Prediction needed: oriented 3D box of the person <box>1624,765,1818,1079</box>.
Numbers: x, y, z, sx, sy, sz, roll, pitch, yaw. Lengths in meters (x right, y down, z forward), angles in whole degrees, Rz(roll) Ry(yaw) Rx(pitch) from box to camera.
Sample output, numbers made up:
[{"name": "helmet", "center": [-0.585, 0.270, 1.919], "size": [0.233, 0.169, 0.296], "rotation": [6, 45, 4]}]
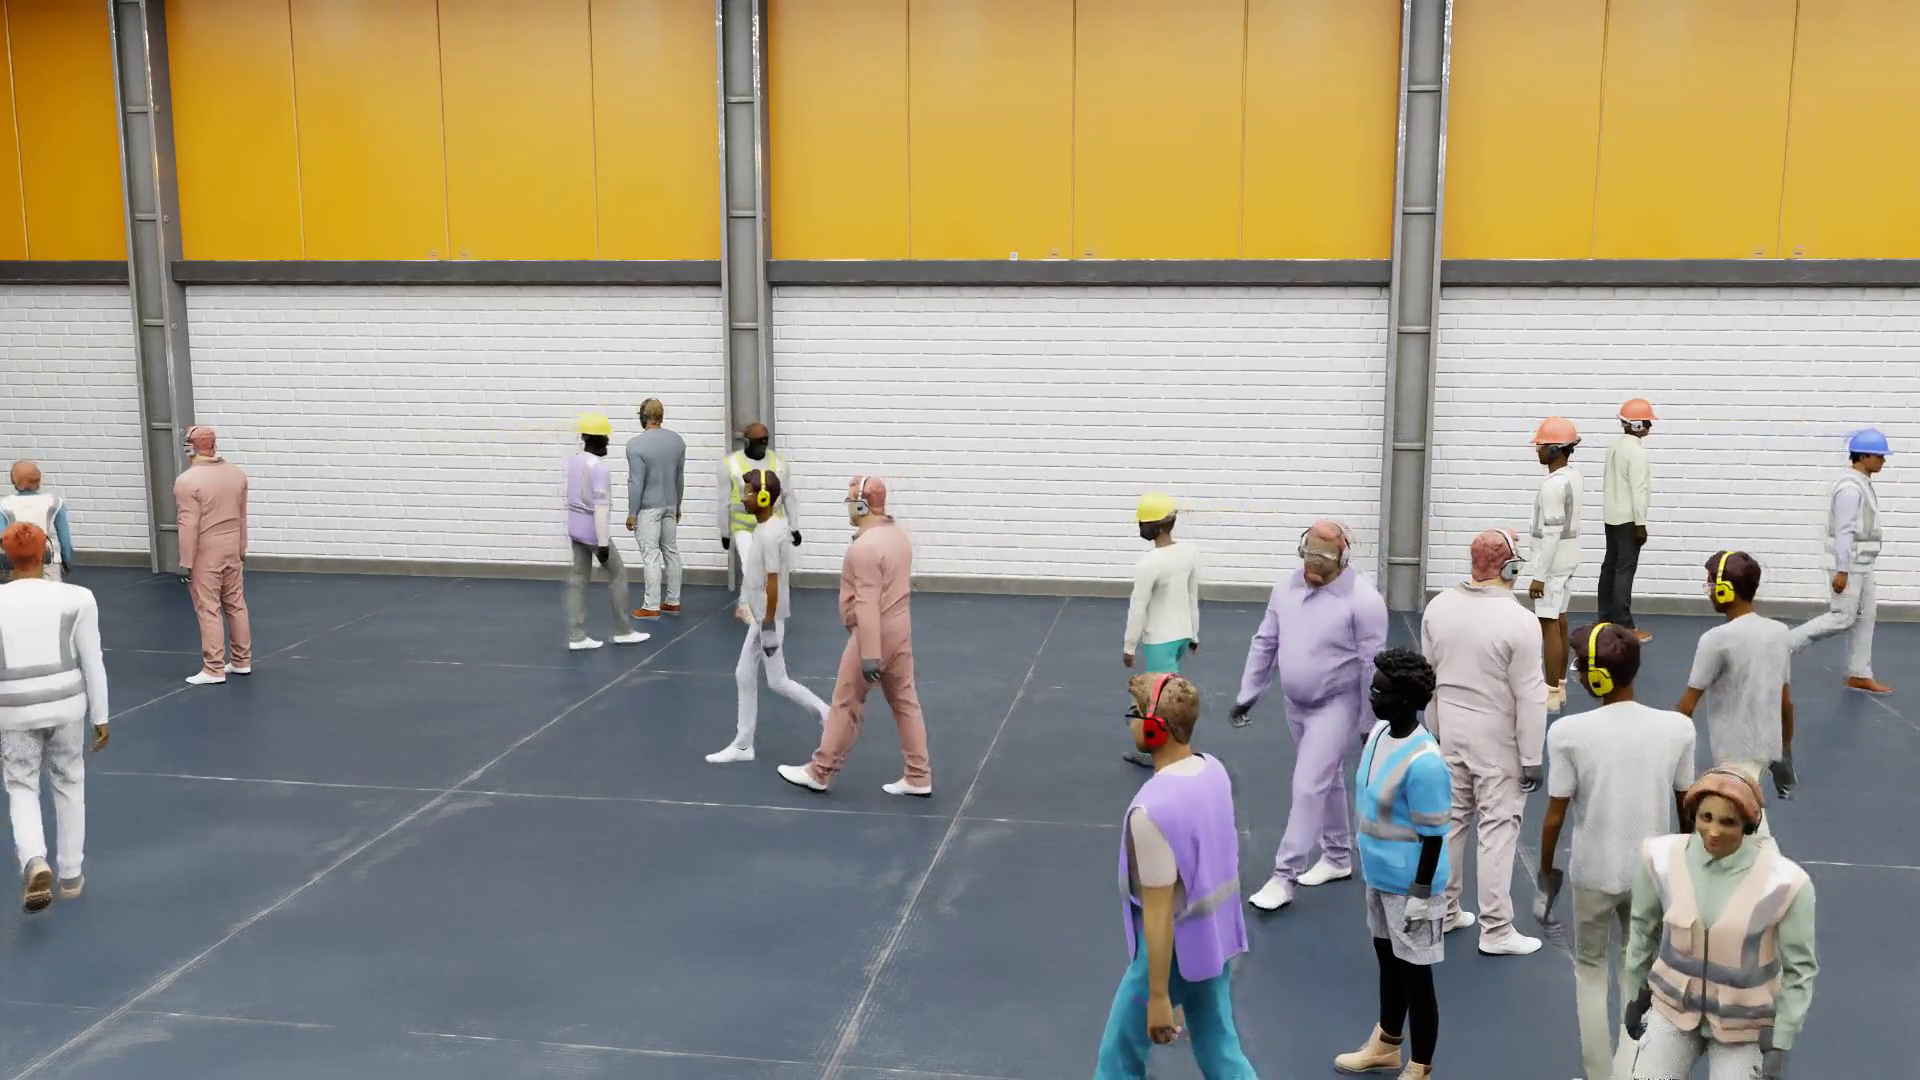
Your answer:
[{"name": "person", "center": [2.236, 1.445, 4.935], "size": [0.540, 1.625, 0.358], "rotation": [8, 12, 42]}]

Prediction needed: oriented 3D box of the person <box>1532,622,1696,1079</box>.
[{"name": "person", "center": [2.295, 1.184, 5.809], "size": [0.575, 1.834, 0.443], "rotation": [1, 9, 6]}]

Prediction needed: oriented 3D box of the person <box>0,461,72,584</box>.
[{"name": "person", "center": [-7.067, 0.189, 12.699], "size": [0.534, 1.585, 0.874], "rotation": [-7, 11, -36]}]

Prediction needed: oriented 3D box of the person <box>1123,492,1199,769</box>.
[{"name": "person", "center": [1.124, 0.577, 9.856], "size": [0.763, 1.730, 0.536], "rotation": [8, 12, 42]}]

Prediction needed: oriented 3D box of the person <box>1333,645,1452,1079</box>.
[{"name": "person", "center": [1.593, 1.219, 6.032], "size": [0.322, 1.696, 0.536], "rotation": [-1, 9, -7]}]

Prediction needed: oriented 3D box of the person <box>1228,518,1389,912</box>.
[{"name": "person", "center": [1.619, 0.822, 7.952], "size": [0.906, 1.859, 0.682], "rotation": [-6, 11, -31]}]

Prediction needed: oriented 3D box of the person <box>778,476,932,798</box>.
[{"name": "person", "center": [-0.586, 0.562, 9.567], "size": [0.955, 1.862, 0.684], "rotation": [3, 10, 20]}]

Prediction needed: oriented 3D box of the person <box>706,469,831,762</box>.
[{"name": "person", "center": [-1.116, 0.474, 10.200], "size": [0.841, 1.847, 0.521], "rotation": [-2, 9, -10]}]

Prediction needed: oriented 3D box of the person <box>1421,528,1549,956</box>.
[{"name": "person", "center": [2.356, 0.891, 7.421], "size": [0.409, 1.906, 0.648], "rotation": [-6, 11, -31]}]

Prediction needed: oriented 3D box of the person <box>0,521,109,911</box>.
[{"name": "person", "center": [-4.343, 0.839, 7.859], "size": [0.593, 1.866, 0.633], "rotation": [-5, 11, -29]}]

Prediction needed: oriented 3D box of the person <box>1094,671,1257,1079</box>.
[{"name": "person", "center": [0.683, 1.299, 5.252], "size": [0.969, 1.801, 0.588], "rotation": [6, 11, 34]}]

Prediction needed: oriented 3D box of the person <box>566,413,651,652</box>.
[{"name": "person", "center": [-2.843, -0.069, 13.333], "size": [0.786, 1.900, 0.610], "rotation": [-8, 12, -41]}]

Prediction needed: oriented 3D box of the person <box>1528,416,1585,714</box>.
[{"name": "person", "center": [4.050, 0.173, 11.422], "size": [0.371, 2.044, 0.608], "rotation": [6, 11, 32]}]

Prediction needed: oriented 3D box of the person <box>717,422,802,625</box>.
[{"name": "person", "center": [-1.705, -0.101, 13.935], "size": [0.625, 1.795, 0.985], "rotation": [-5, 11, -30]}]

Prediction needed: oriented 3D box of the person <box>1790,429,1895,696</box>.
[{"name": "person", "center": [6.320, 0.148, 11.961], "size": [0.770, 1.922, 0.620], "rotation": [7, 12, 37]}]

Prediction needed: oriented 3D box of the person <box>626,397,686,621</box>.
[{"name": "person", "center": [-2.655, -0.271, 14.480], "size": [0.367, 1.939, 0.635], "rotation": [7, 11, 35]}]

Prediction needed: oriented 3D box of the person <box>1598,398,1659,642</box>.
[{"name": "person", "center": [5.495, -0.171, 13.687], "size": [0.383, 1.996, 0.609], "rotation": [0, 9, -1]}]

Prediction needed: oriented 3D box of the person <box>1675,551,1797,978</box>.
[{"name": "person", "center": [3.367, 0.953, 7.327], "size": [0.549, 1.804, 0.992], "rotation": [-5, 11, -30]}]

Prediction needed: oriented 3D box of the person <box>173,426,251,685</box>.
[{"name": "person", "center": [-5.527, 0.108, 12.249], "size": [0.403, 1.904, 0.651], "rotation": [3, 10, 17]}]
